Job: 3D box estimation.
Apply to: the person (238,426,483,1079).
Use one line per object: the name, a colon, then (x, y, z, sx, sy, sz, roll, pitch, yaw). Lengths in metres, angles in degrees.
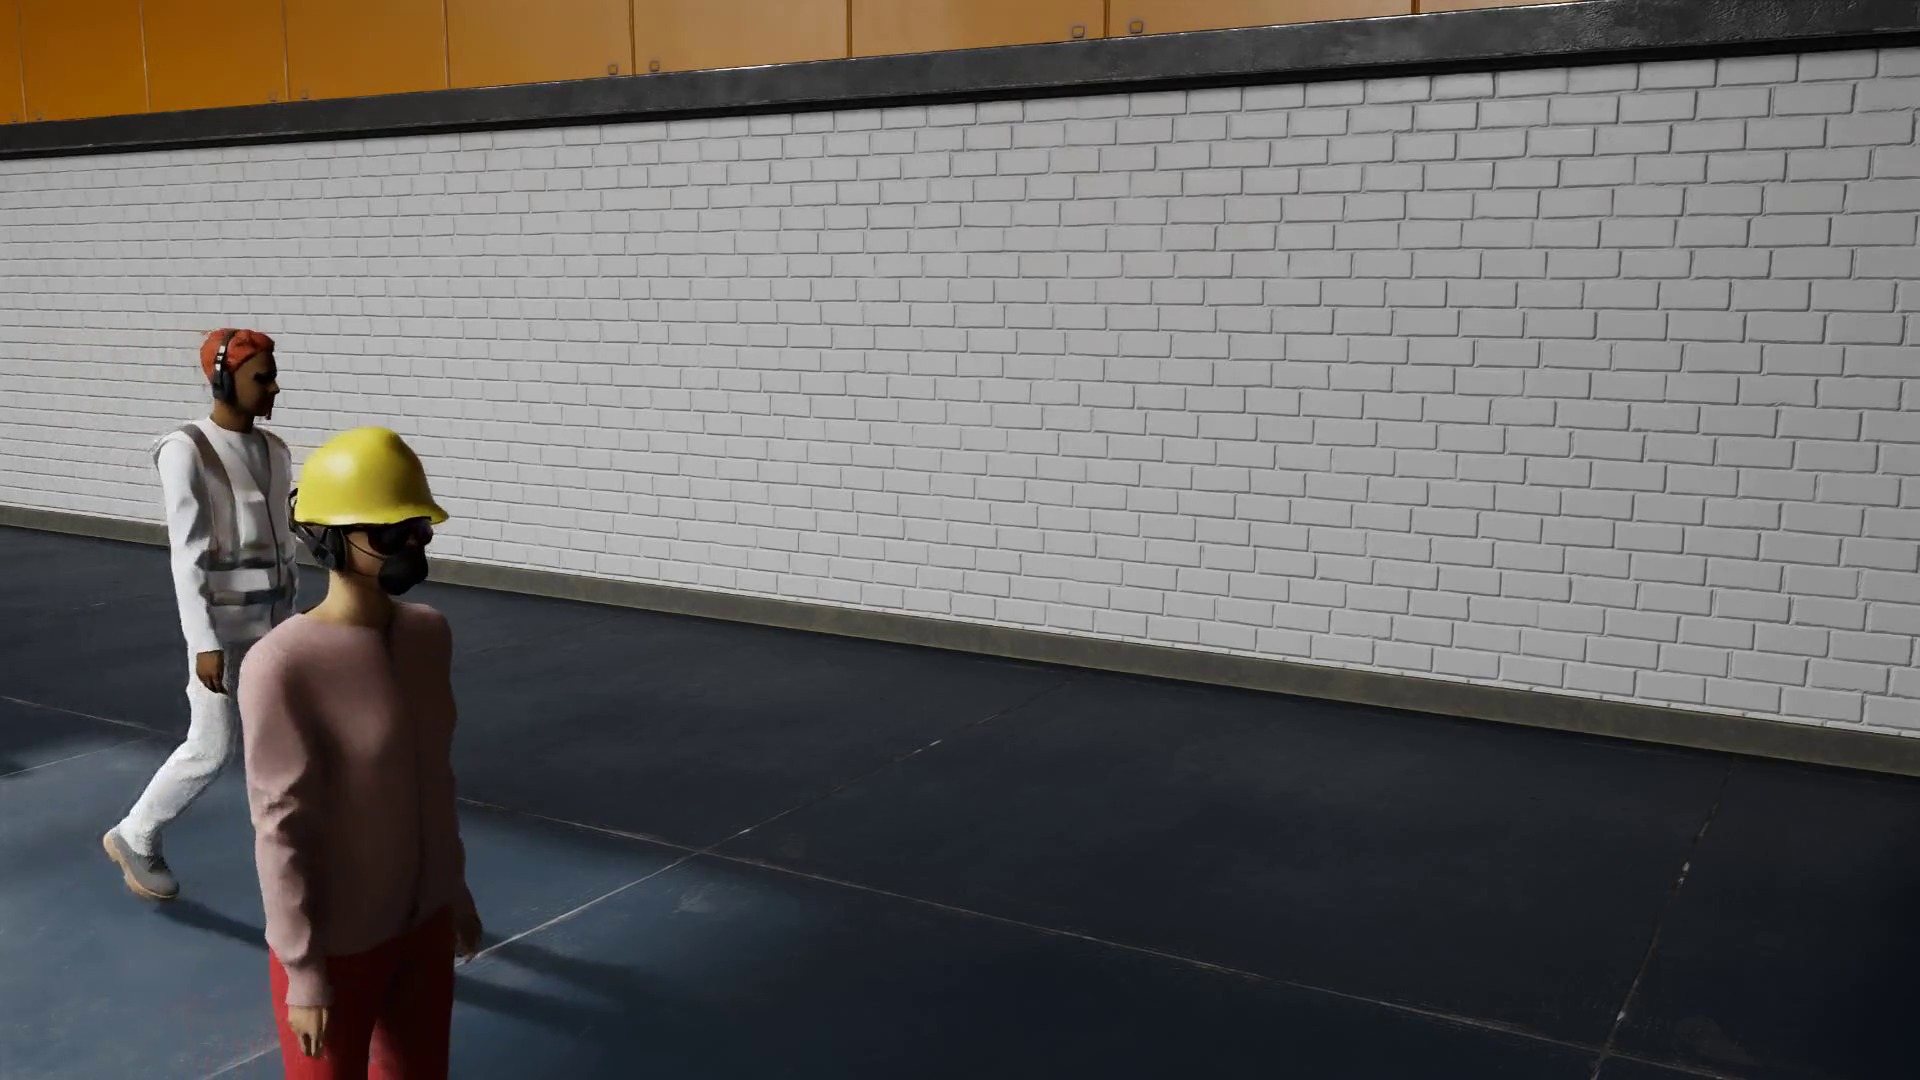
person: (-1.023, 0.680, 2.942, 0.324, 1.770, 0.526, 3, 10, 18)

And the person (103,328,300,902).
person: (-2.296, 0.263, 5.247, 0.845, 1.860, 0.594, 3, 10, 17)
